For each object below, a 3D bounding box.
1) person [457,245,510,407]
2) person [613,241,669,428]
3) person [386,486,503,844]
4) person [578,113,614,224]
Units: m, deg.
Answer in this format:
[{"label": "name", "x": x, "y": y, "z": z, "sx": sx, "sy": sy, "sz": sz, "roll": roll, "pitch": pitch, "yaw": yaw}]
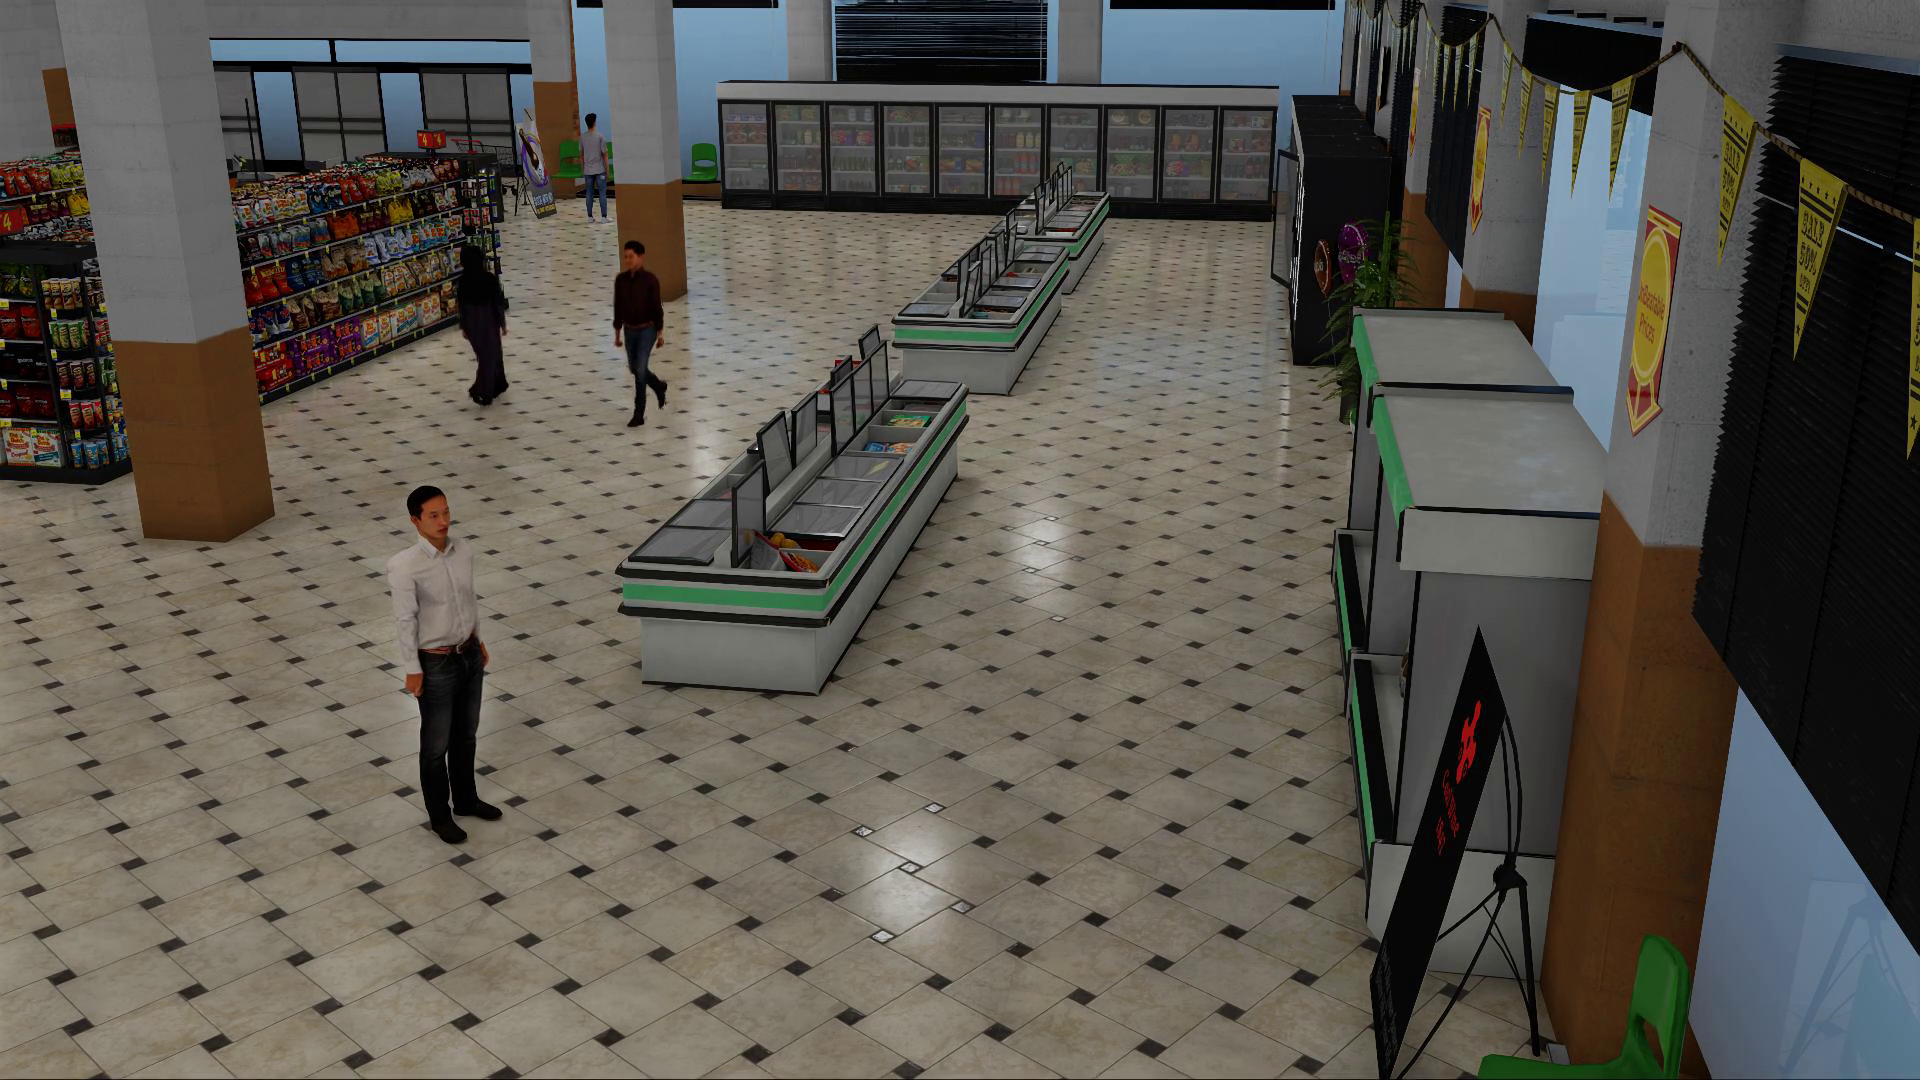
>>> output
[{"label": "person", "x": -4.814, "y": -2.137, "z": 16.690, "sx": 0.585, "sy": 1.591, "sz": 1.078, "roll": 3, "pitch": 19, "yaw": 9}, {"label": "person", "x": -3.038, "y": -1.995, "z": 16.016, "sx": 0.737, "sy": 1.752, "sz": 1.116, "roll": 6, "pitch": 19, "yaw": 16}, {"label": "person", "x": -2.562, "y": 0.592, "z": 8.253, "sx": 0.795, "sy": 1.811, "sz": 0.621, "roll": 10, "pitch": 21, "yaw": 28}, {"label": "person", "x": -6.447, "y": -6.552, "z": 29.319, "sx": 0.666, "sy": 1.888, "sz": 0.529, "roll": 3, "pitch": 19, "yaw": 9}]
